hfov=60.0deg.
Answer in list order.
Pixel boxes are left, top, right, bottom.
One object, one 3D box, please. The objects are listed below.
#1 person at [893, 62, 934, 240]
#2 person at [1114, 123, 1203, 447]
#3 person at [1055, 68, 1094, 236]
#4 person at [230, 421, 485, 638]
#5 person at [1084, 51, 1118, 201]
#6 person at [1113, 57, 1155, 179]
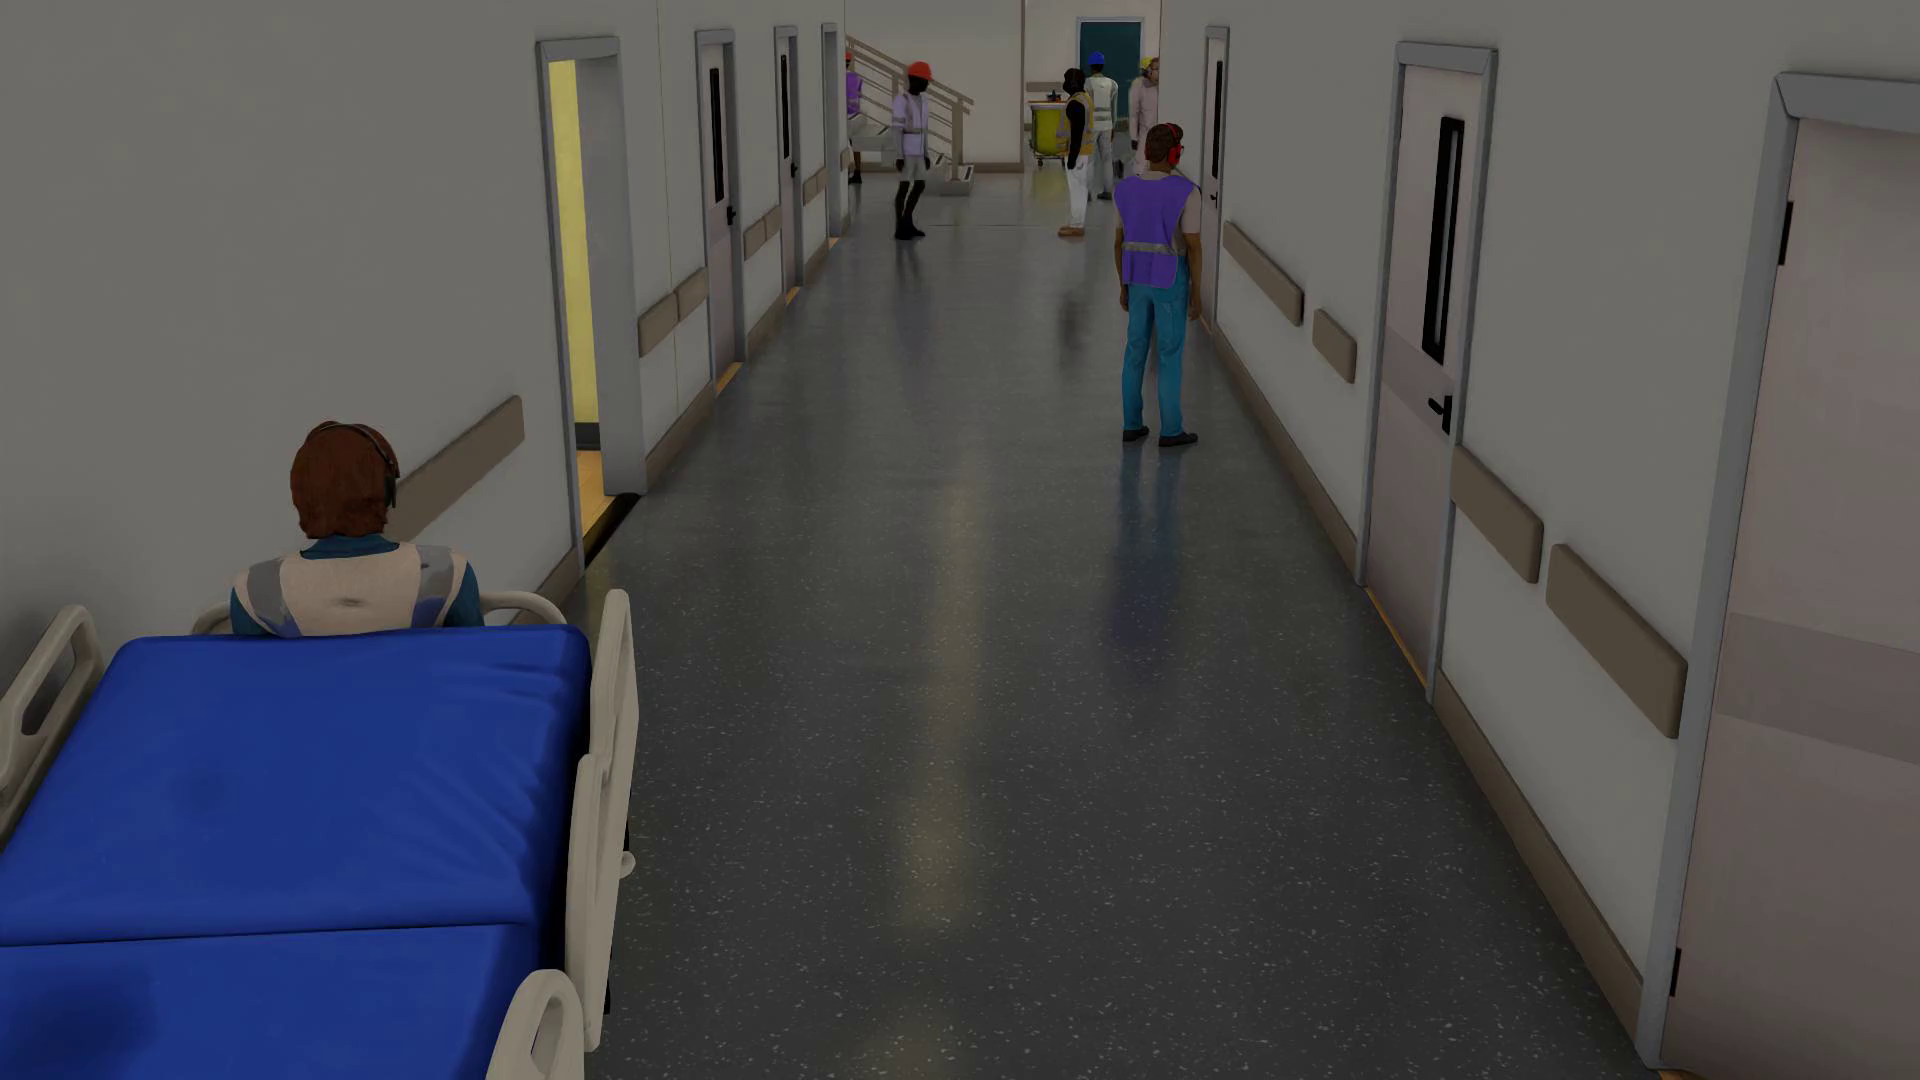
[{"bbox_3d":[-0.539,-4.291,18.401,0.464,1.909,0.612,11,21,32],"label":"person"},{"bbox_3d":[1.131,-1.452,9.575,0.567,1.847,0.389,13,22,35],"label":"person"},{"bbox_3d":[1.281,-4.344,18.672,0.430,1.845,0.623,3,18,11],"label":"person"},{"bbox_3d":[-1.258,0.552,3.617,0.523,1.636,0.310,-6,18,-17],"label":"person"},{"bbox_3d":[1.810,-5.502,22.166,0.599,1.938,0.422,-8,19,-24],"label":"person"},{"bbox_3d":[2.650,-6.167,24.453,0.662,1.809,0.596,-9,20,-27],"label":"person"}]
